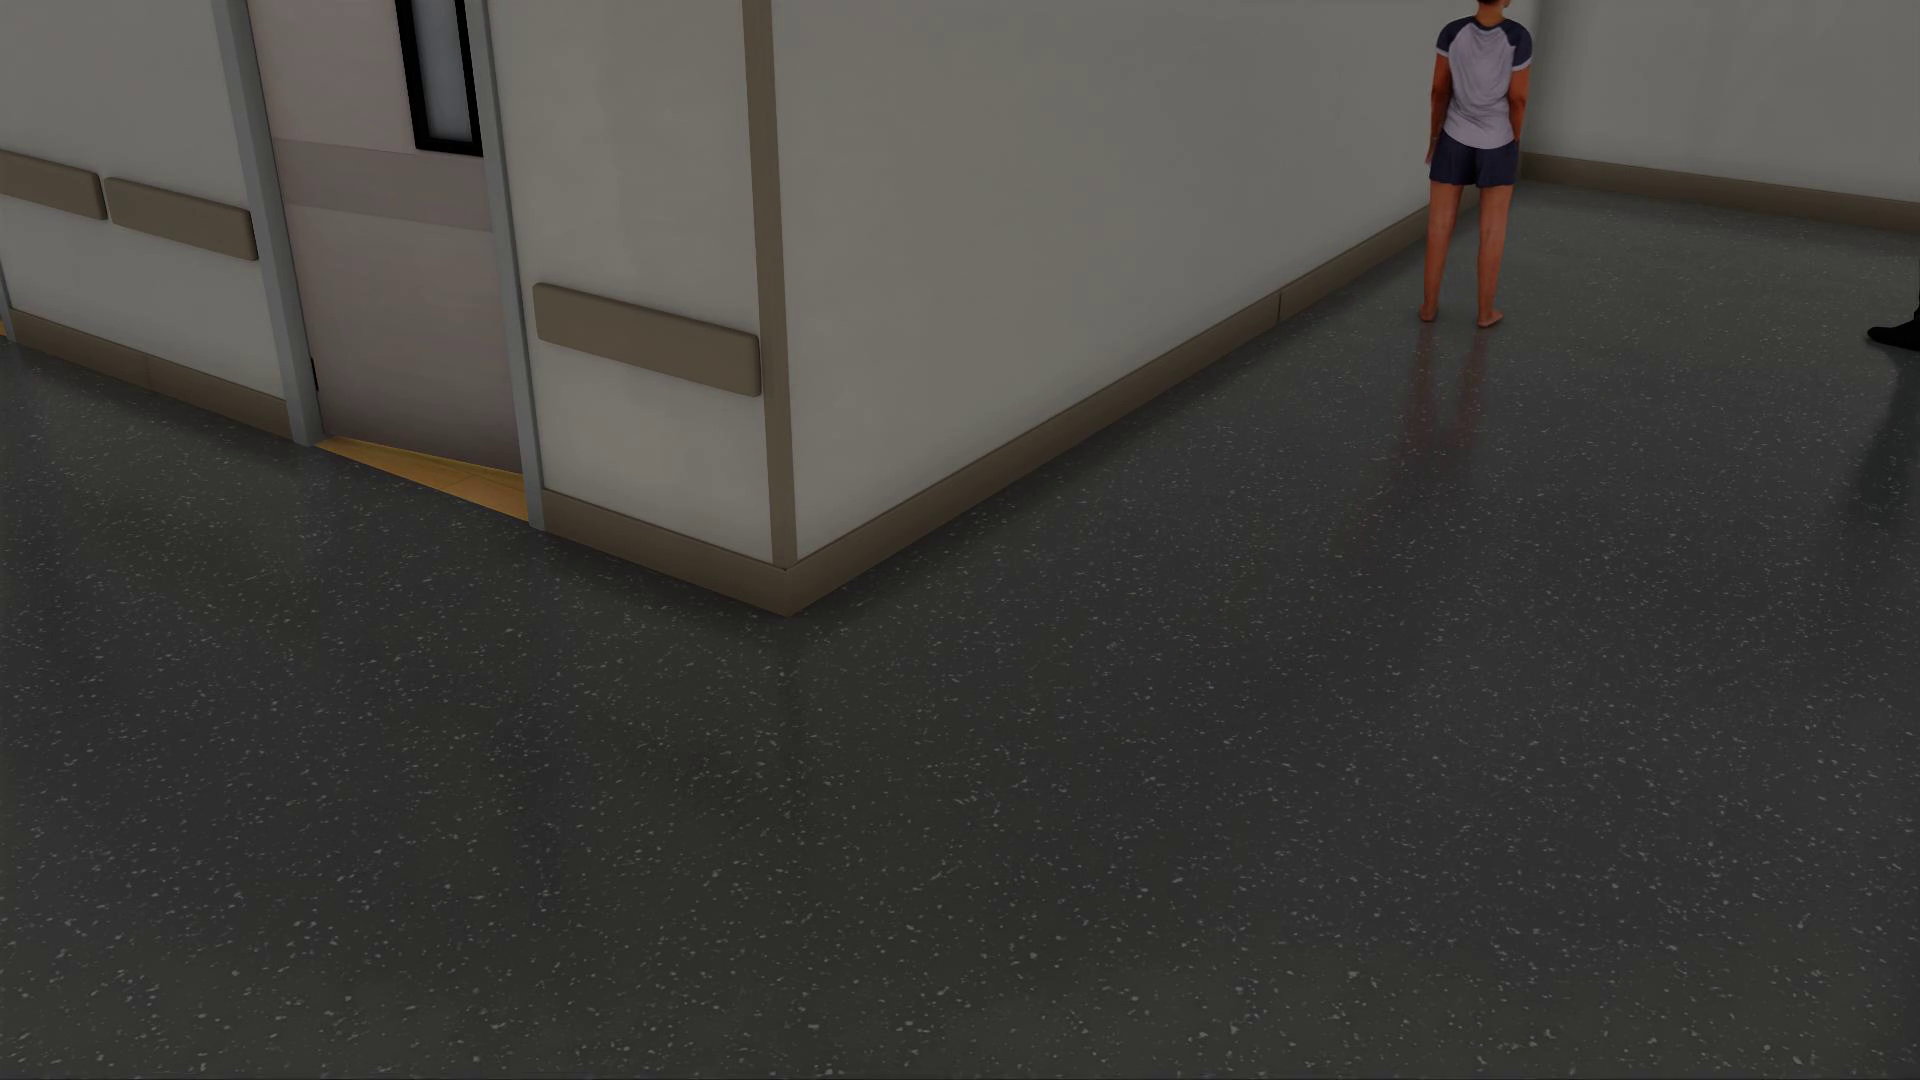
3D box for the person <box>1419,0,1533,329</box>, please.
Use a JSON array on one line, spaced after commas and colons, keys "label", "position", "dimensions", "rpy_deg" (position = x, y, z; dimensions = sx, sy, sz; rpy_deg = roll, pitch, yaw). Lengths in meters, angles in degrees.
[{"label": "person", "position": [2.313, -1.765, 7.458], "dimensions": [0.620, 1.623, 0.566], "rpy_deg": [12, 28, 23]}]
